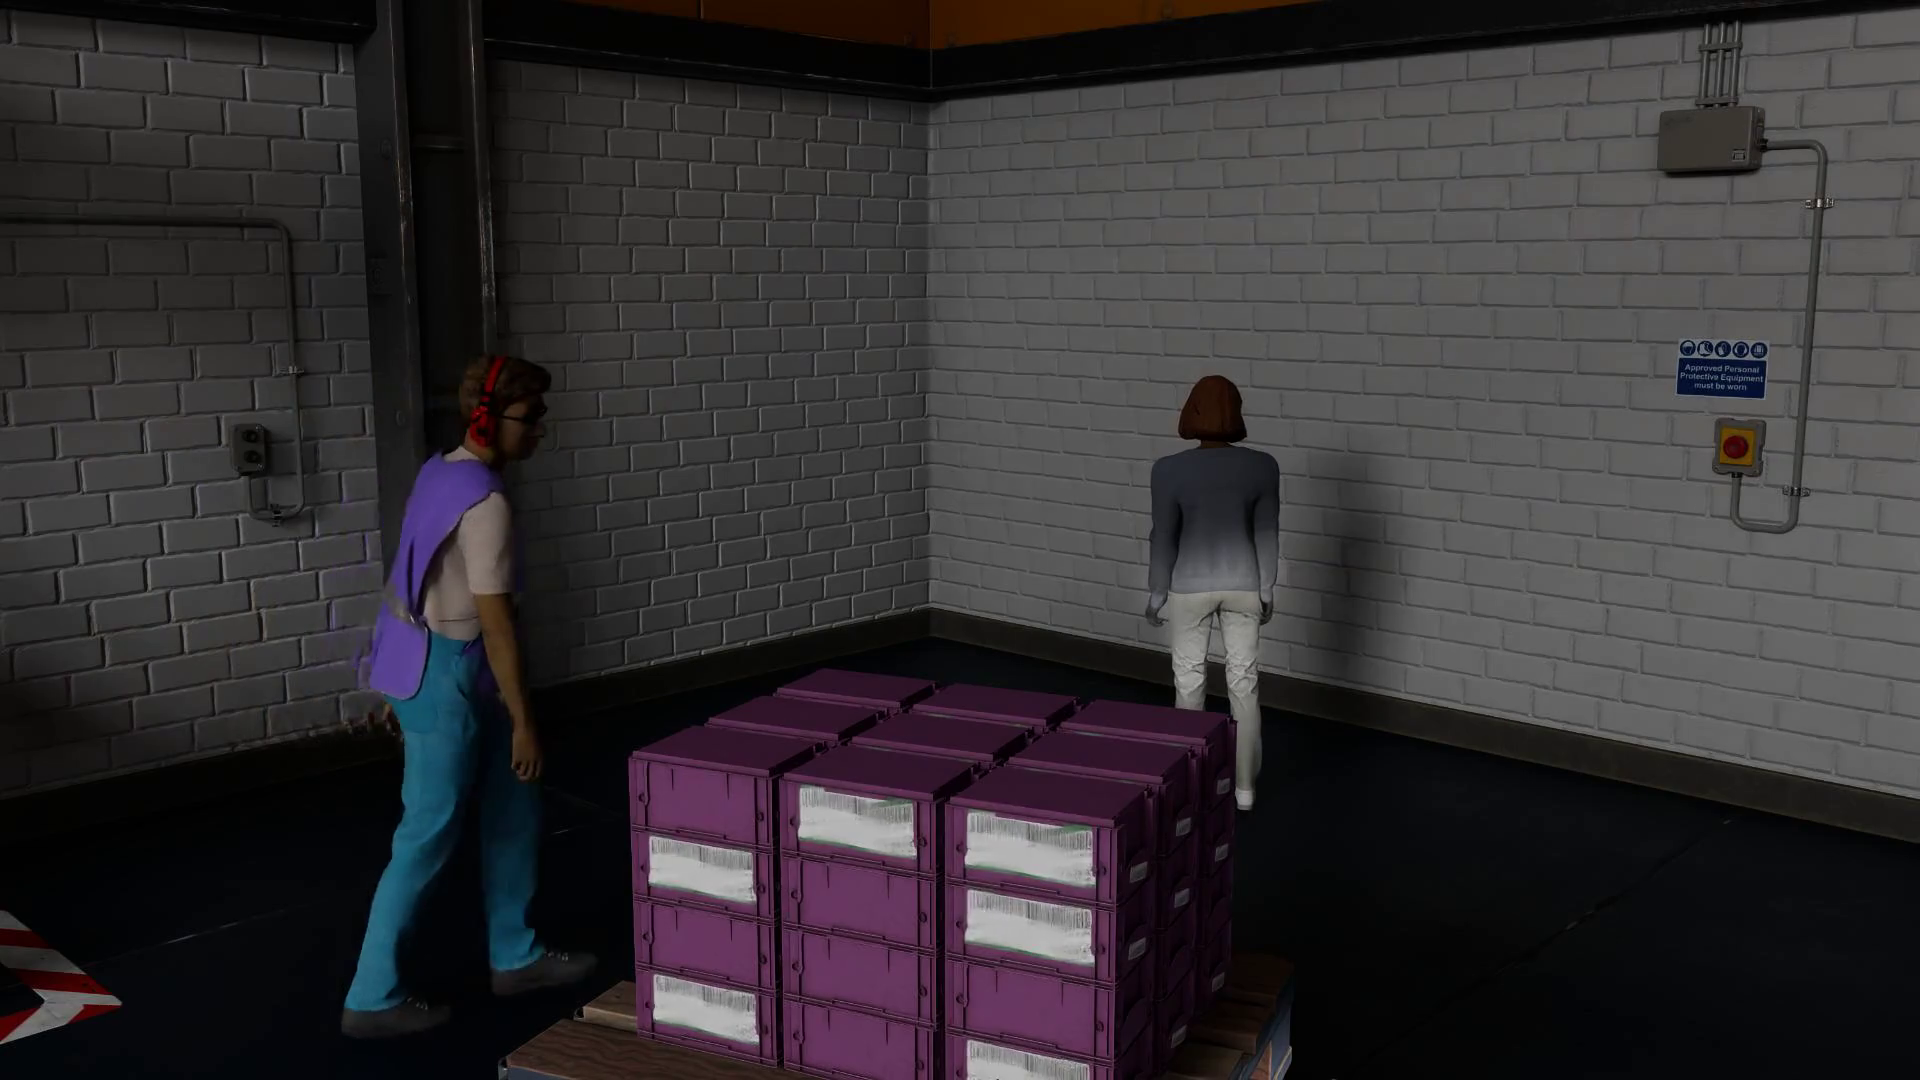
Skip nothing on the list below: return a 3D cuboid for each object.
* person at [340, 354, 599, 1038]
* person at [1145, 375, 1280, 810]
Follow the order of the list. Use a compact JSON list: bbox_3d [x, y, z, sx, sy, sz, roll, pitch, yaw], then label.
[{"bbox_3d":[-1.291,0.416,4.394,0.814,1.798,0.584,-4,10,-22],"label":"person"},{"bbox_3d":[0.937,0.207,6.183,0.498,1.634,0.278,-1,9,-8],"label":"person"}]
